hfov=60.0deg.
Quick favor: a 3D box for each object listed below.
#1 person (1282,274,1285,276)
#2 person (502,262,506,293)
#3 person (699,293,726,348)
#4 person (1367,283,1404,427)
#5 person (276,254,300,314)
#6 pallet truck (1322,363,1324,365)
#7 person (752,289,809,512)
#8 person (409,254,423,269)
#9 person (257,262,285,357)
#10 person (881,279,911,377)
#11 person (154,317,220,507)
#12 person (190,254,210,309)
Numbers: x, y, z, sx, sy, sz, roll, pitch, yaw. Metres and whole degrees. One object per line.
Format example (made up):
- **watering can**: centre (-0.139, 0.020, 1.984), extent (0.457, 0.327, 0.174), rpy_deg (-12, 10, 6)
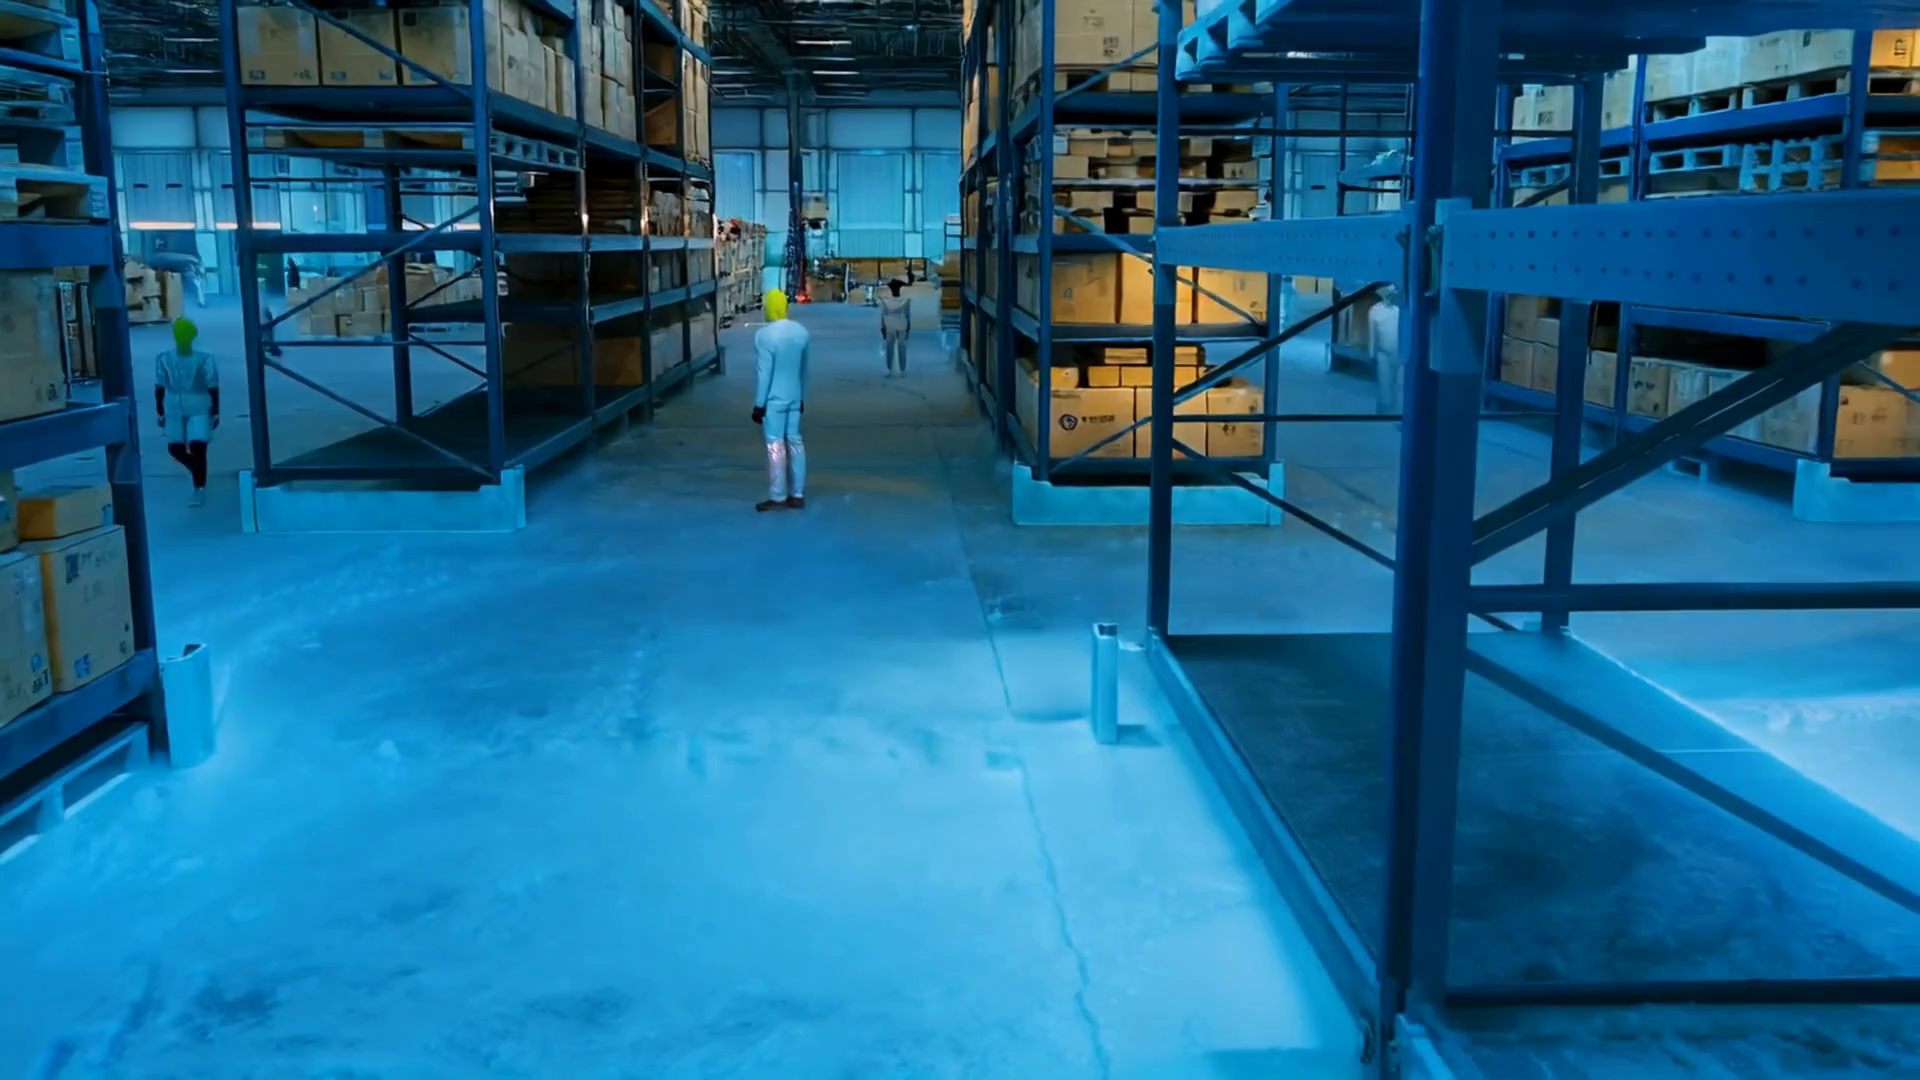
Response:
- **person**: centre (11.840, -9.515, 60.838), extent (0.905, 1.900, 0.654), rpy_deg (5, 11, 24)
- **person**: centre (-16.462, -9.290, 60.225), extent (0.730, 1.672, 0.531), rpy_deg (1, 10, 5)
- **person**: centre (-5.405, -4.993, 35.587), extent (0.953, 1.919, 0.620), rpy_deg (-5, 11, -24)
- **person**: centre (5.500, -2.358, 21.138), extent (0.698, 1.840, 0.942), rpy_deg (-1, 10, -5)
- **person**: centre (-21.749, -8.318, 54.065), extent (1.043, 1.938, 0.649), rpy_deg (-7, 12, -33)
- **pallet truck**: centre (7.712, -4.157, 30.737), extent (1.885, 1.965, 0.823), rpy_deg (3, 11, 16)
- **person**: centre (-1.571, -1.213, 14.501), extent (0.356, 1.936, 0.638), rpy_deg (7, 12, 35)
- **person**: centre (-18.913, -9.018, 58.037), extent (0.585, 1.920, 0.383), rpy_deg (4, 11, 22)
- **person**: centre (-14.166, -4.702, 33.999), extent (0.747, 1.908, 0.560), rpy_deg (-4, 11, -21)
- **person**: centre (-1.119, -3.672, 28.887), extent (0.533, 1.692, 0.319), rpy_deg (1, 10, 7)
- **person**: centre (-6.894, -1.160, 14.905), extent (0.542, 1.682, 0.625), rpy_deg (-1, 10, -6)
- **person**: centre (-26.821, -9.118, 58.625), extent (0.825, 1.910, 0.620), rpy_deg (9, 13, 40)
